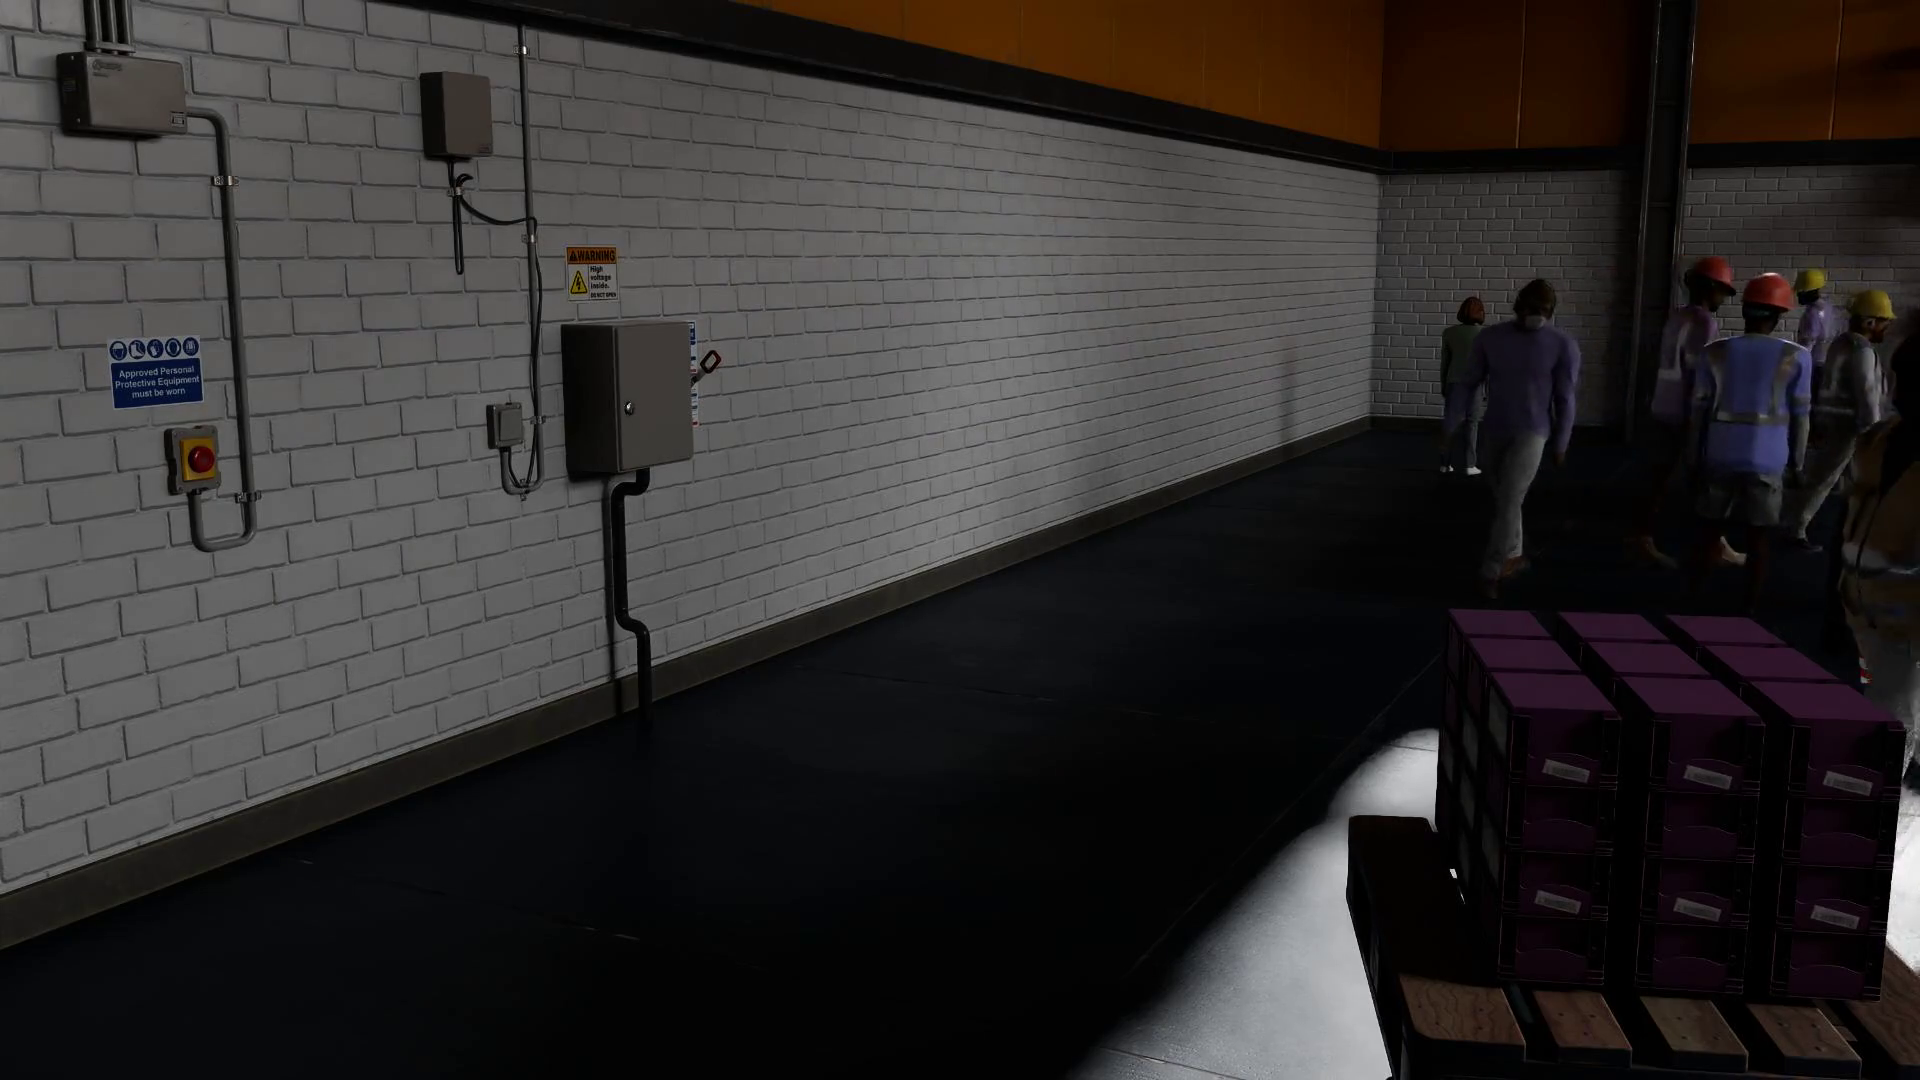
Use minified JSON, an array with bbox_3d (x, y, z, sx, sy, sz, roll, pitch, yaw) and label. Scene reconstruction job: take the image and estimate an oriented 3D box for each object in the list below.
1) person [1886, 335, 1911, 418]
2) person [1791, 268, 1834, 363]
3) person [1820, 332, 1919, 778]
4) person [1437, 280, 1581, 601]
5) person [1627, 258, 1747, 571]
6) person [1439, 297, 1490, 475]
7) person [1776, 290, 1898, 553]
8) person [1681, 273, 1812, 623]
[{"bbox_3d":[5.498,-0.489,9.256,0.794,1.854,0.594,2,10,11],"label":"person"},{"bbox_3d":[8.189,-1.668,15.984,0.482,1.877,0.648,5,11,28],"label":"person"},{"bbox_3d":[2.974,0.245,5.168,0.972,1.798,0.637,-2,10,-10],"label":"person"},{"bbox_3d":[3.325,-0.620,9.976,0.718,1.874,1.020,8,13,39],"label":"person"},{"bbox_3d":[4.720,-0.787,10.587,0.894,1.982,0.695,0,10,1],"label":"person"},{"bbox_3d":[4.623,-1.403,15.201,0.503,1.626,0.282,8,13,38],"label":"person"},{"bbox_3d":[6.002,-0.772,11.127,0.946,1.770,0.604,3,10,15],"label":"person"},{"bbox_3d":[4.119,-0.423,8.681,0.554,1.923,0.466,8,12,37],"label":"person"}]
